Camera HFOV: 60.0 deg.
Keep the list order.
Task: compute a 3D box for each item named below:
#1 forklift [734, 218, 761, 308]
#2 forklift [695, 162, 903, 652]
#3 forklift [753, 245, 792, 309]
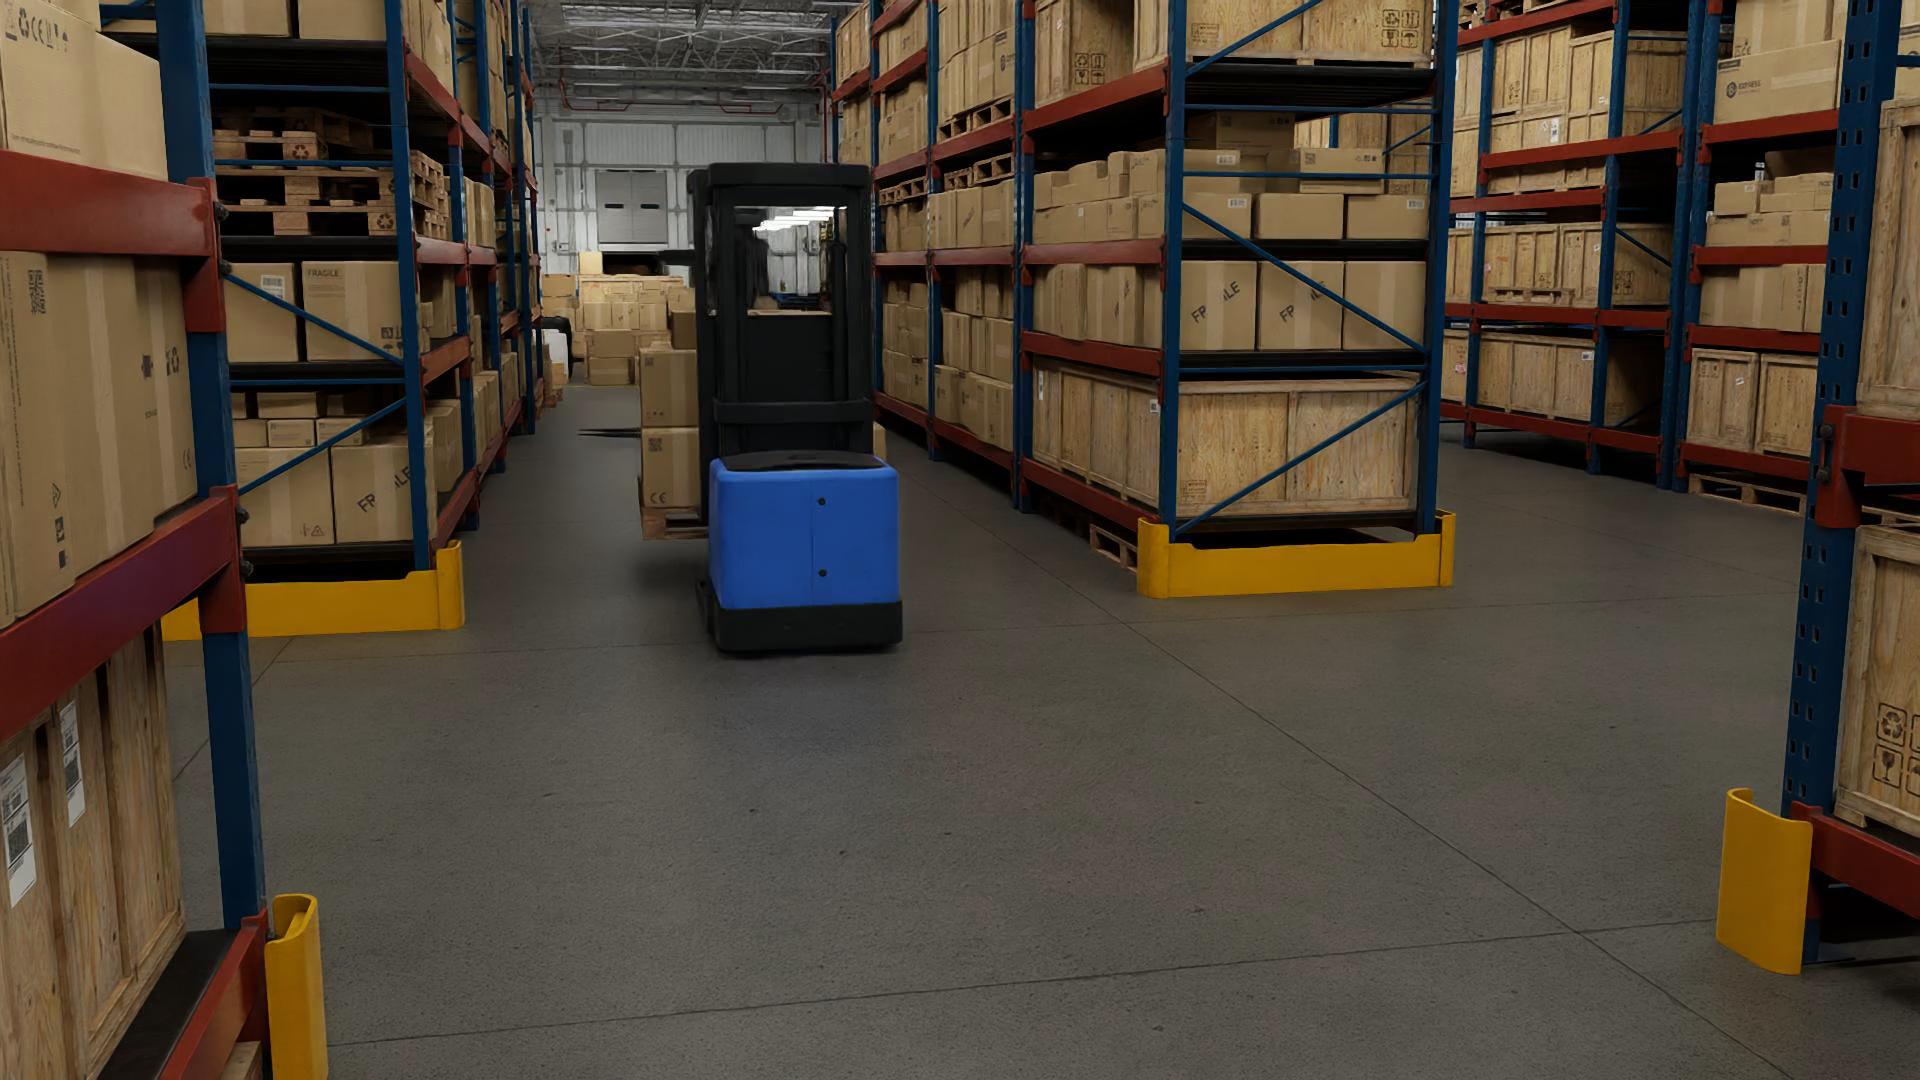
[{"bbox_3d":[-2.808,-2.715,21.373,1.873,2.768,1.129,-2,10,-12],"label":"forklift"},{"bbox_3d":[-1.021,-0.861,10.074,1.129,2.768,1.873,-2,10,-12],"label":"forklift"},{"bbox_3d":[-5.578,-6.690,45.602,1.873,2.768,1.129,-7,12,-36],"label":"forklift"}]
